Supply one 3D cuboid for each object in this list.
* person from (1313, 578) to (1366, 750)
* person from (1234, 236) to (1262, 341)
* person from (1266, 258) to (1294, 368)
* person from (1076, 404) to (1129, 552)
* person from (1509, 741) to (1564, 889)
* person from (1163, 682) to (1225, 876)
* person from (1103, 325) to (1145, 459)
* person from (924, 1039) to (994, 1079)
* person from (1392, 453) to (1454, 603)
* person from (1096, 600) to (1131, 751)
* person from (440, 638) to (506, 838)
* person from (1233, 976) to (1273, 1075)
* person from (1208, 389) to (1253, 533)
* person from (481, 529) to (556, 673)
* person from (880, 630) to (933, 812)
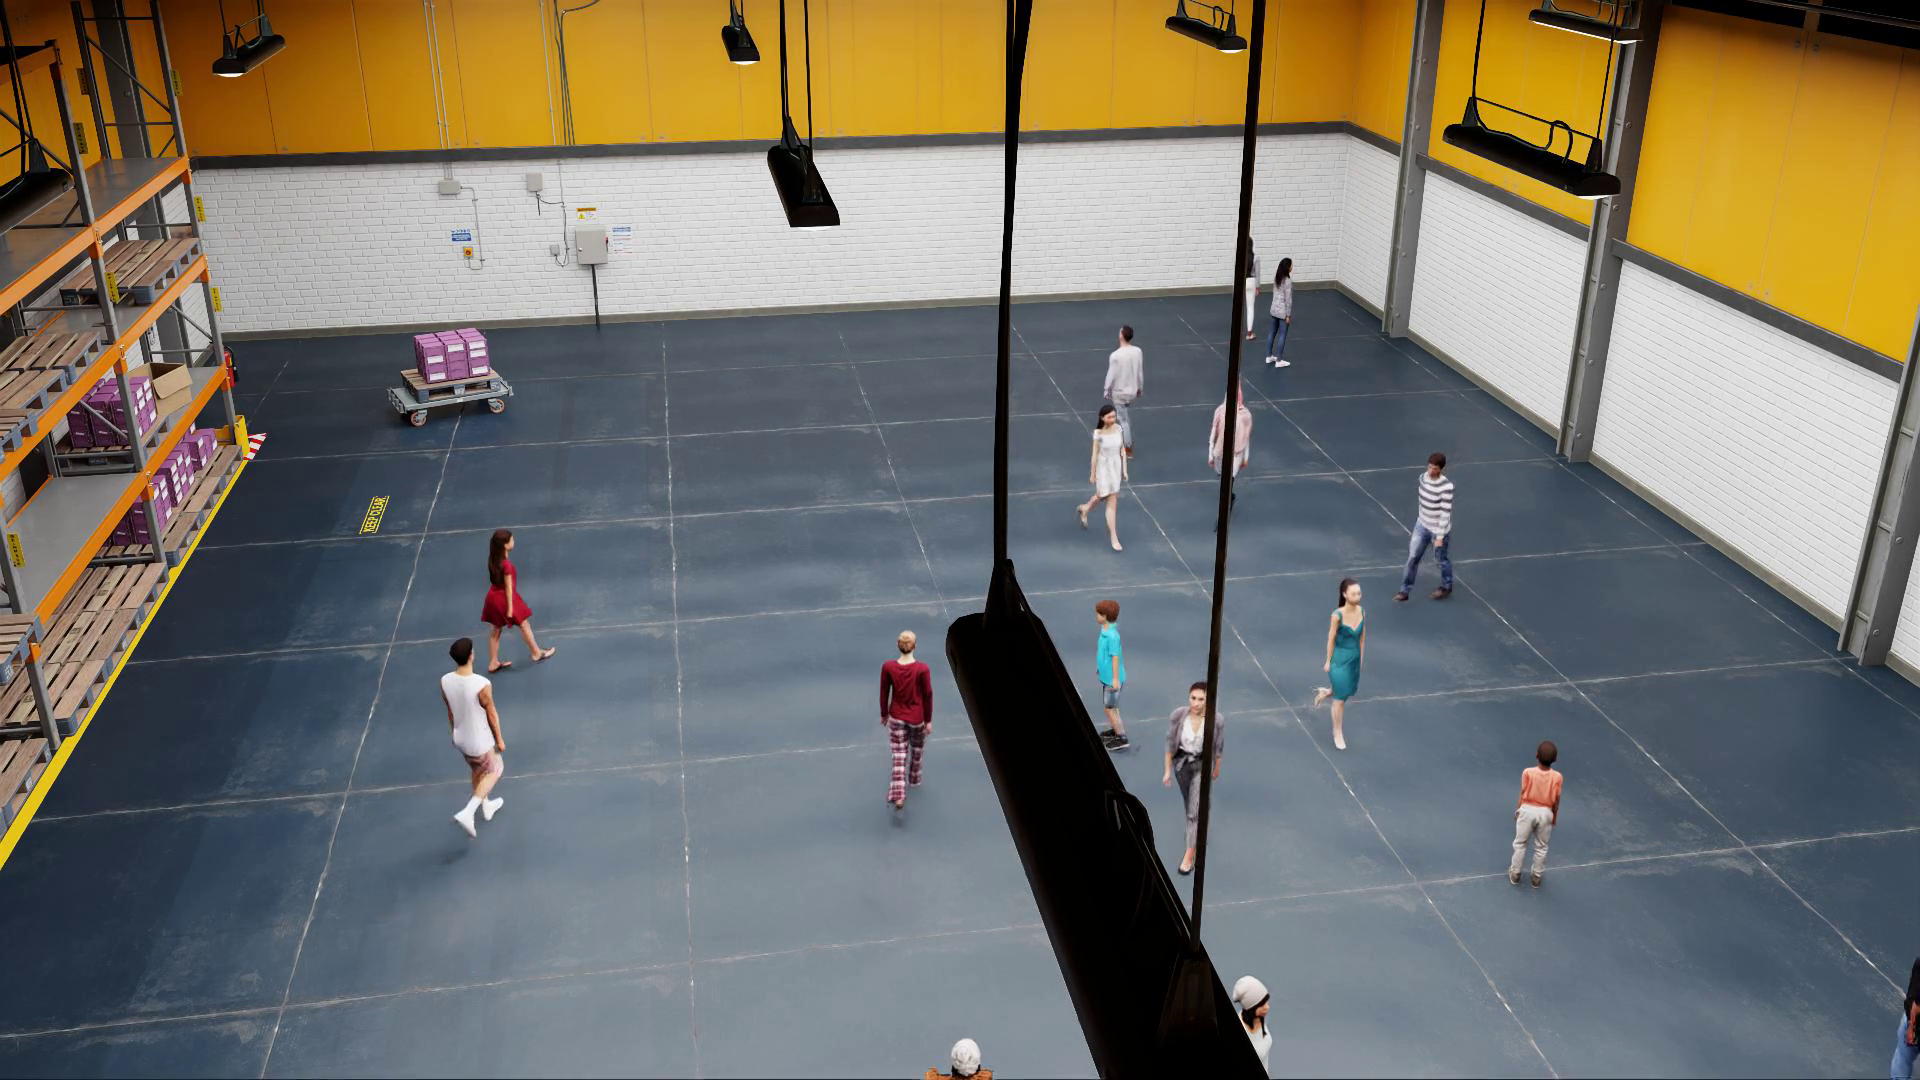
[{"bbox_3d":[3.562,1.122,15.622,0.677,1.669,0.930,-9,25,-20],"label":"person"},{"bbox_3d":[4.777,-4.227,27.792,0.665,1.723,0.700,12,27,26],"label":"person"},{"bbox_3d":[5.090,-3.631,26.417,0.714,1.732,0.552,-11,26,-24],"label":"person"},{"bbox_3d":[1.720,-0.793,19.915,0.927,1.738,1.225,-15,28,-31],"label":"person"},{"bbox_3d":[4.691,2.227,13.541,0.543,1.310,0.572,6,24,13],"label":"person"},{"bbox_3d":[1.958,1.899,13.906,0.970,1.620,1.199,8,25,17],"label":"person"},{"bbox_3d":[2.278,-1.989,22.550,0.920,1.819,1.071,-14,27,-30],"label":"person"},{"bbox_3d":[0.003,3.682,9.818,0.684,1.626,0.667,2,24,5],"label":"person"},{"bbox_3d":[5.284,-0.152,18.371,1.020,1.800,1.136,-12,26,-26],"label":"person"},{"bbox_3d":[1.467,1.260,15.613,0.697,1.422,0.465,-8,25,-18],"label":"person"},{"bbox_3d":[-4.174,1.706,14.159,0.936,1.771,1.053,10,25,21],"label":"person"},{"bbox_3d":[1.784,3.419,10.397,0.705,1.645,0.622,12,26,26],"label":"person"},{"bbox_3d":[3.314,-1.036,20.440,1.074,1.764,1.262,10,26,23],"label":"person"},{"bbox_3d":[-4.703,0.643,16.900,0.937,1.522,0.920,21,31,40],"label":"person"},{"bbox_3d":[-0.475,1.586,14.562,0.813,1.667,1.076,2,24,5],"label":"person"}]
